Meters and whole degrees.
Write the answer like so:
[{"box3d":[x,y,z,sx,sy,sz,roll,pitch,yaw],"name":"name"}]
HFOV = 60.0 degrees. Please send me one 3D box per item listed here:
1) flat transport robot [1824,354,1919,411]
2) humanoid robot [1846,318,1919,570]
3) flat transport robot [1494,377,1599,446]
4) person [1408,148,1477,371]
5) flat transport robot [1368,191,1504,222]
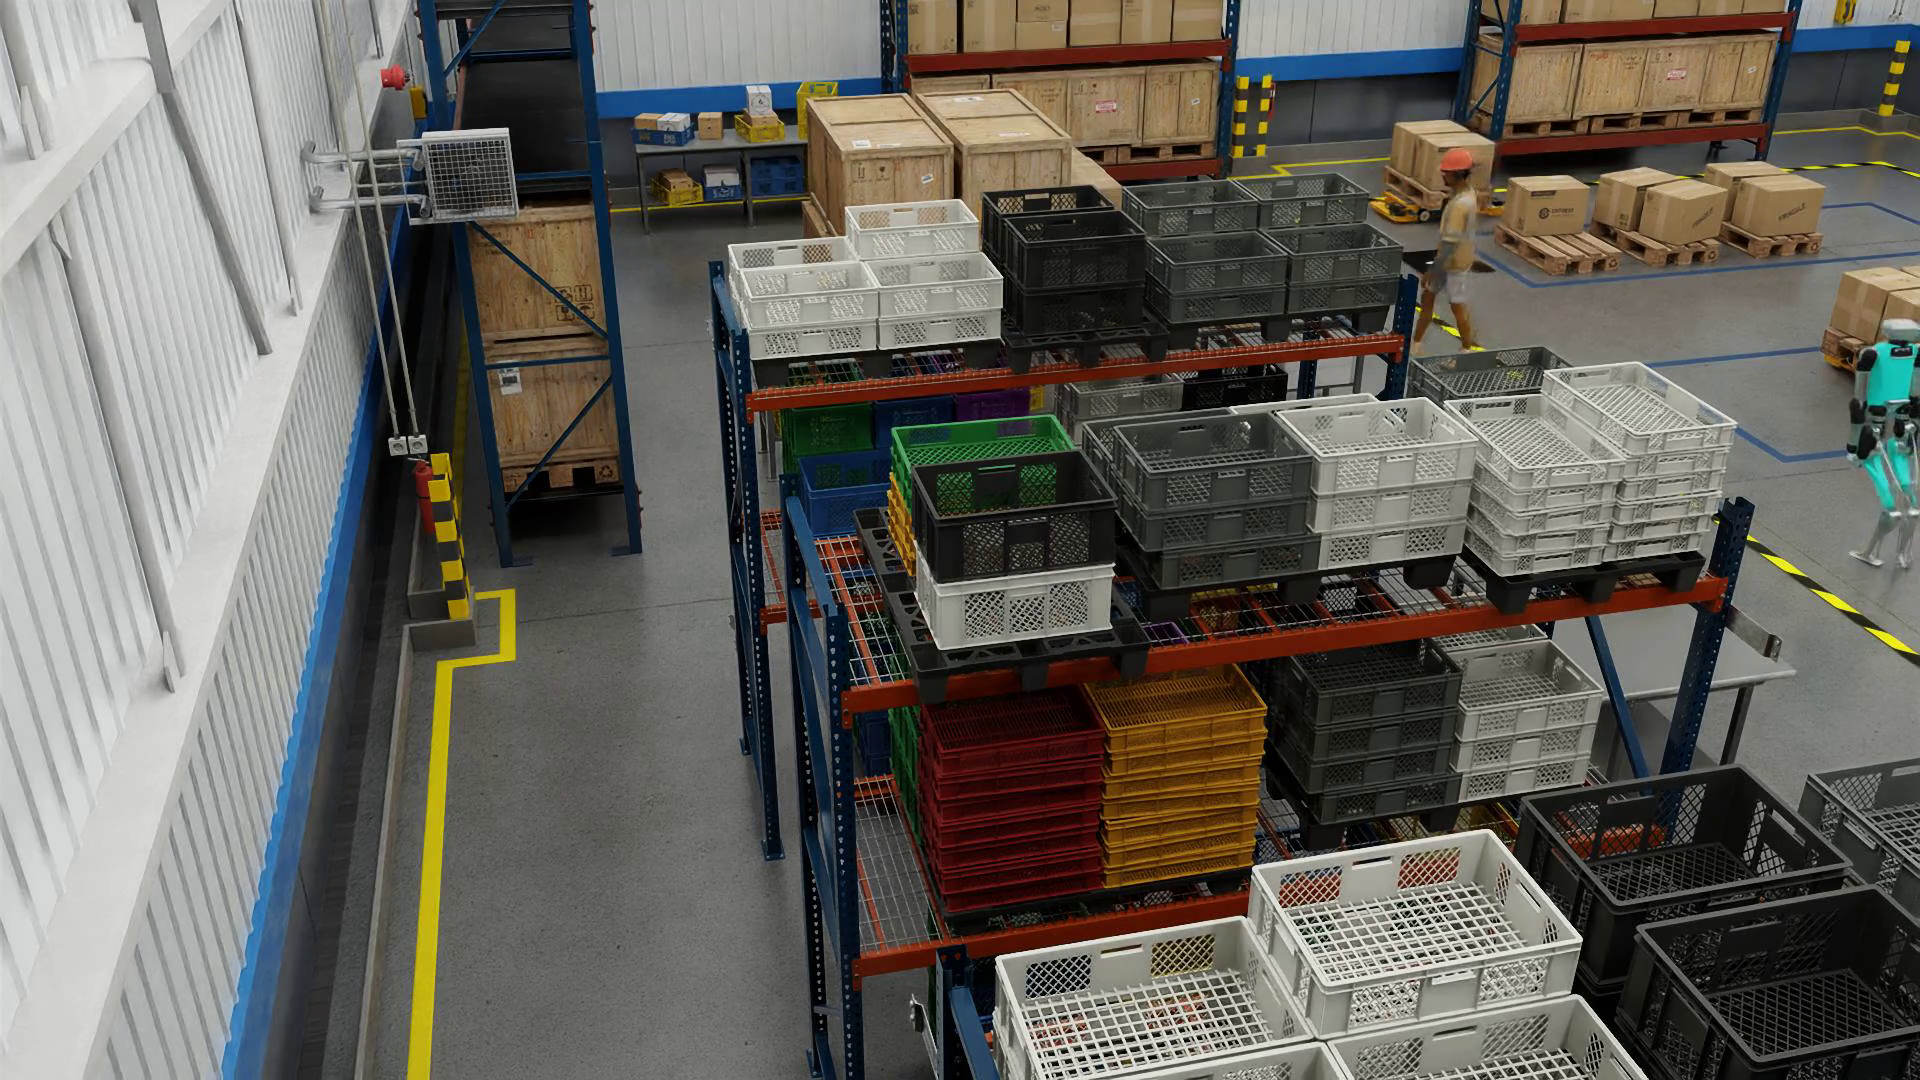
[{"box3d":[8.473,-1.467,14.800,0.652,0.197,1.431,-6,28,-12],"name":"flat transport robot"},{"box3d":[6.565,-0.590,11.621,0.580,1.787,0.814,-4,28,-8],"name":"humanoid robot"},{"box3d":[4.780,-1.036,14.013,0.659,0.231,1.431,-6,28,-12],"name":"flat transport robot"},{"box3d":[4.349,-2.494,14.902,0.851,2.001,0.674,6,28,11],"name":"person"},{"box3d":[5.611,-3.967,19.544,1.431,0.197,0.652,-6,28,-12],"name":"flat transport robot"}]
